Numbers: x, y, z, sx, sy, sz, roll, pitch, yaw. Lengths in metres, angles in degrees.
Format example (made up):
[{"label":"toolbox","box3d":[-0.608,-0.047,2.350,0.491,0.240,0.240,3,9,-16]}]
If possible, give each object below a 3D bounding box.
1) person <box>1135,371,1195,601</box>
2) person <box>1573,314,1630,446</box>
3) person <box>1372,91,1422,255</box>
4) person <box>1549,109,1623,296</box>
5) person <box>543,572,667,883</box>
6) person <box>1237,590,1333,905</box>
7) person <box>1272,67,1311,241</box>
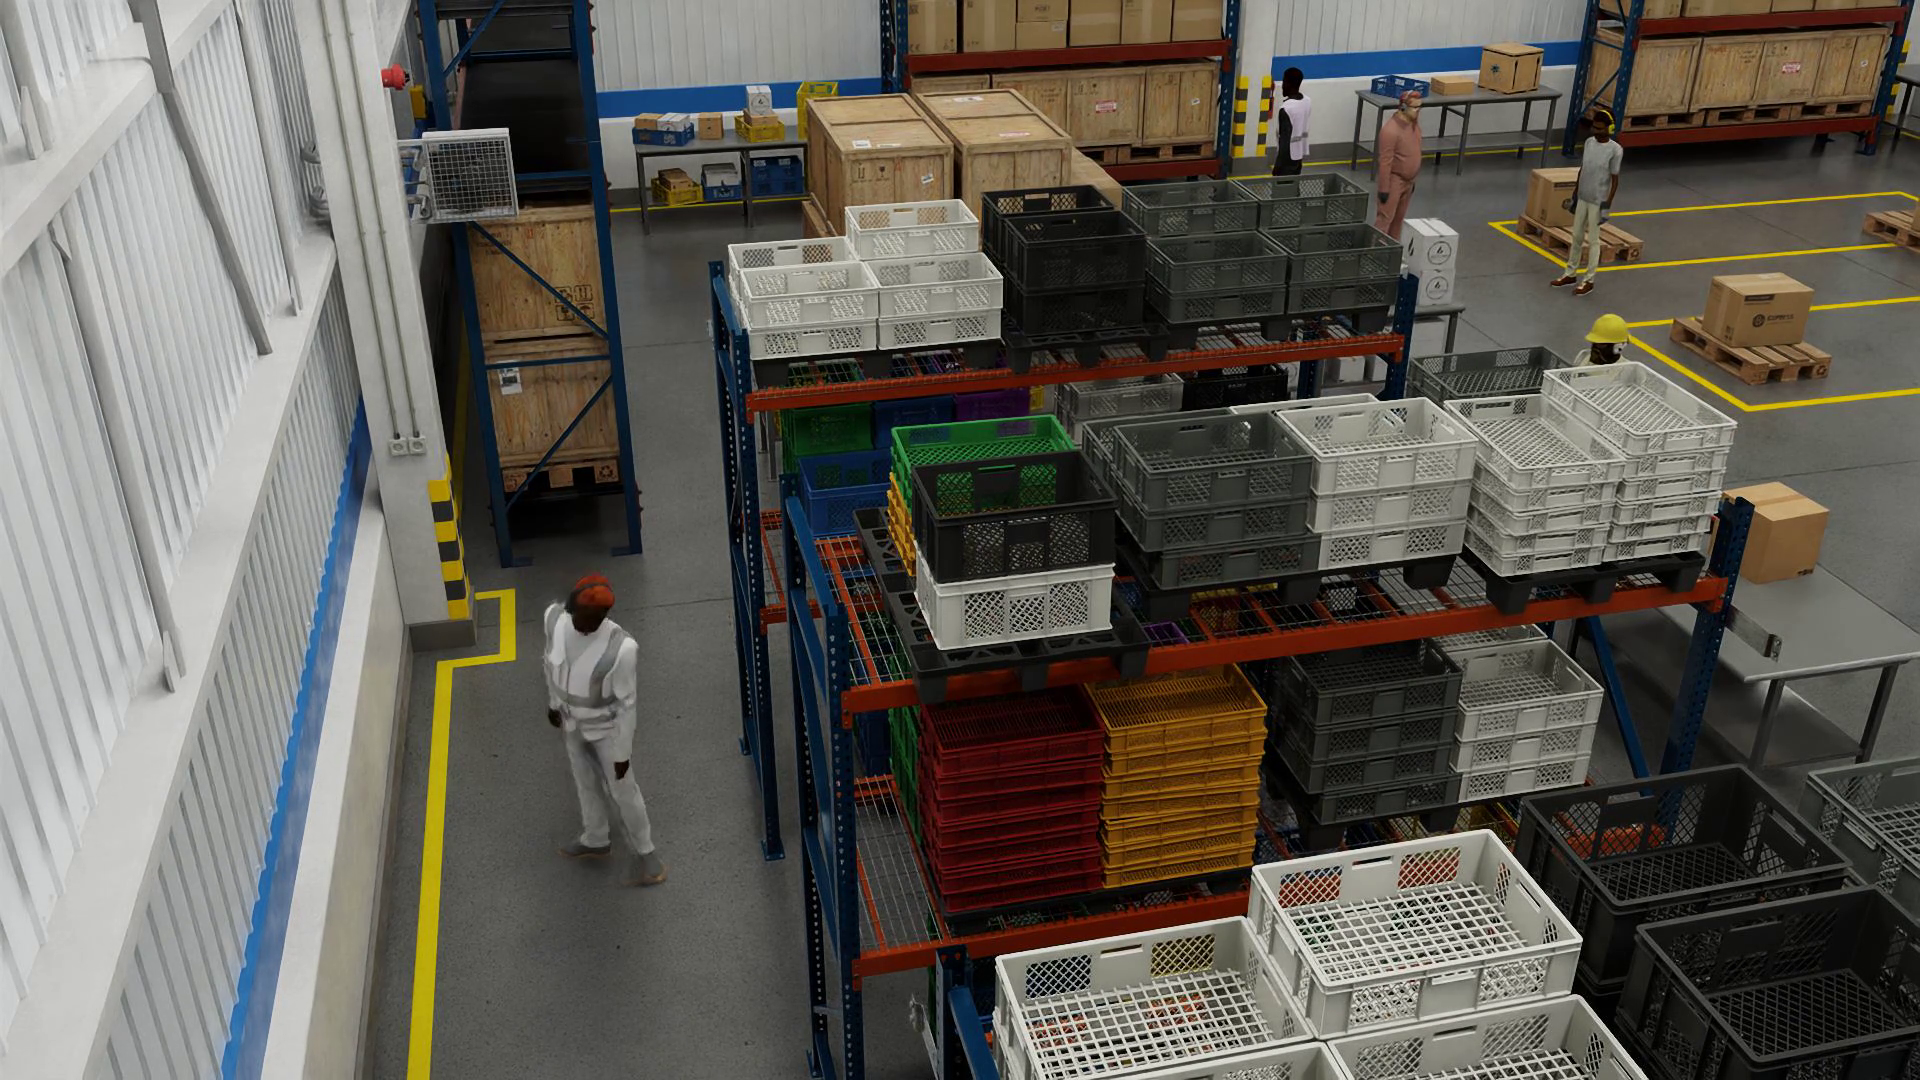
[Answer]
[{"label":"person","box3d":[1.365,-0.287,10.892,0.430,1.841,0.619,-18,33,-31]},{"label":"person","box3d":[4.432,-0.720,11.720,0.403,1.833,0.590,-14,31,-24]},{"label":"person","box3d":[4.591,-3.742,17.388,0.401,1.899,0.635,24,36,37]},{"label":"person","box3d":[6.365,-3.414,16.800,0.329,1.865,0.510,-14,31,-24]},{"label":"person","box3d":[-1.889,0.942,8.557,0.672,1.853,0.346,17,32,29]},{"label":"person","box3d":[1.645,1.055,8.240,0.631,1.940,0.372,-9,29,-16]},{"label":"person","box3d":[3.622,-4.198,18.229,0.371,1.916,0.597,17,32,29]}]
